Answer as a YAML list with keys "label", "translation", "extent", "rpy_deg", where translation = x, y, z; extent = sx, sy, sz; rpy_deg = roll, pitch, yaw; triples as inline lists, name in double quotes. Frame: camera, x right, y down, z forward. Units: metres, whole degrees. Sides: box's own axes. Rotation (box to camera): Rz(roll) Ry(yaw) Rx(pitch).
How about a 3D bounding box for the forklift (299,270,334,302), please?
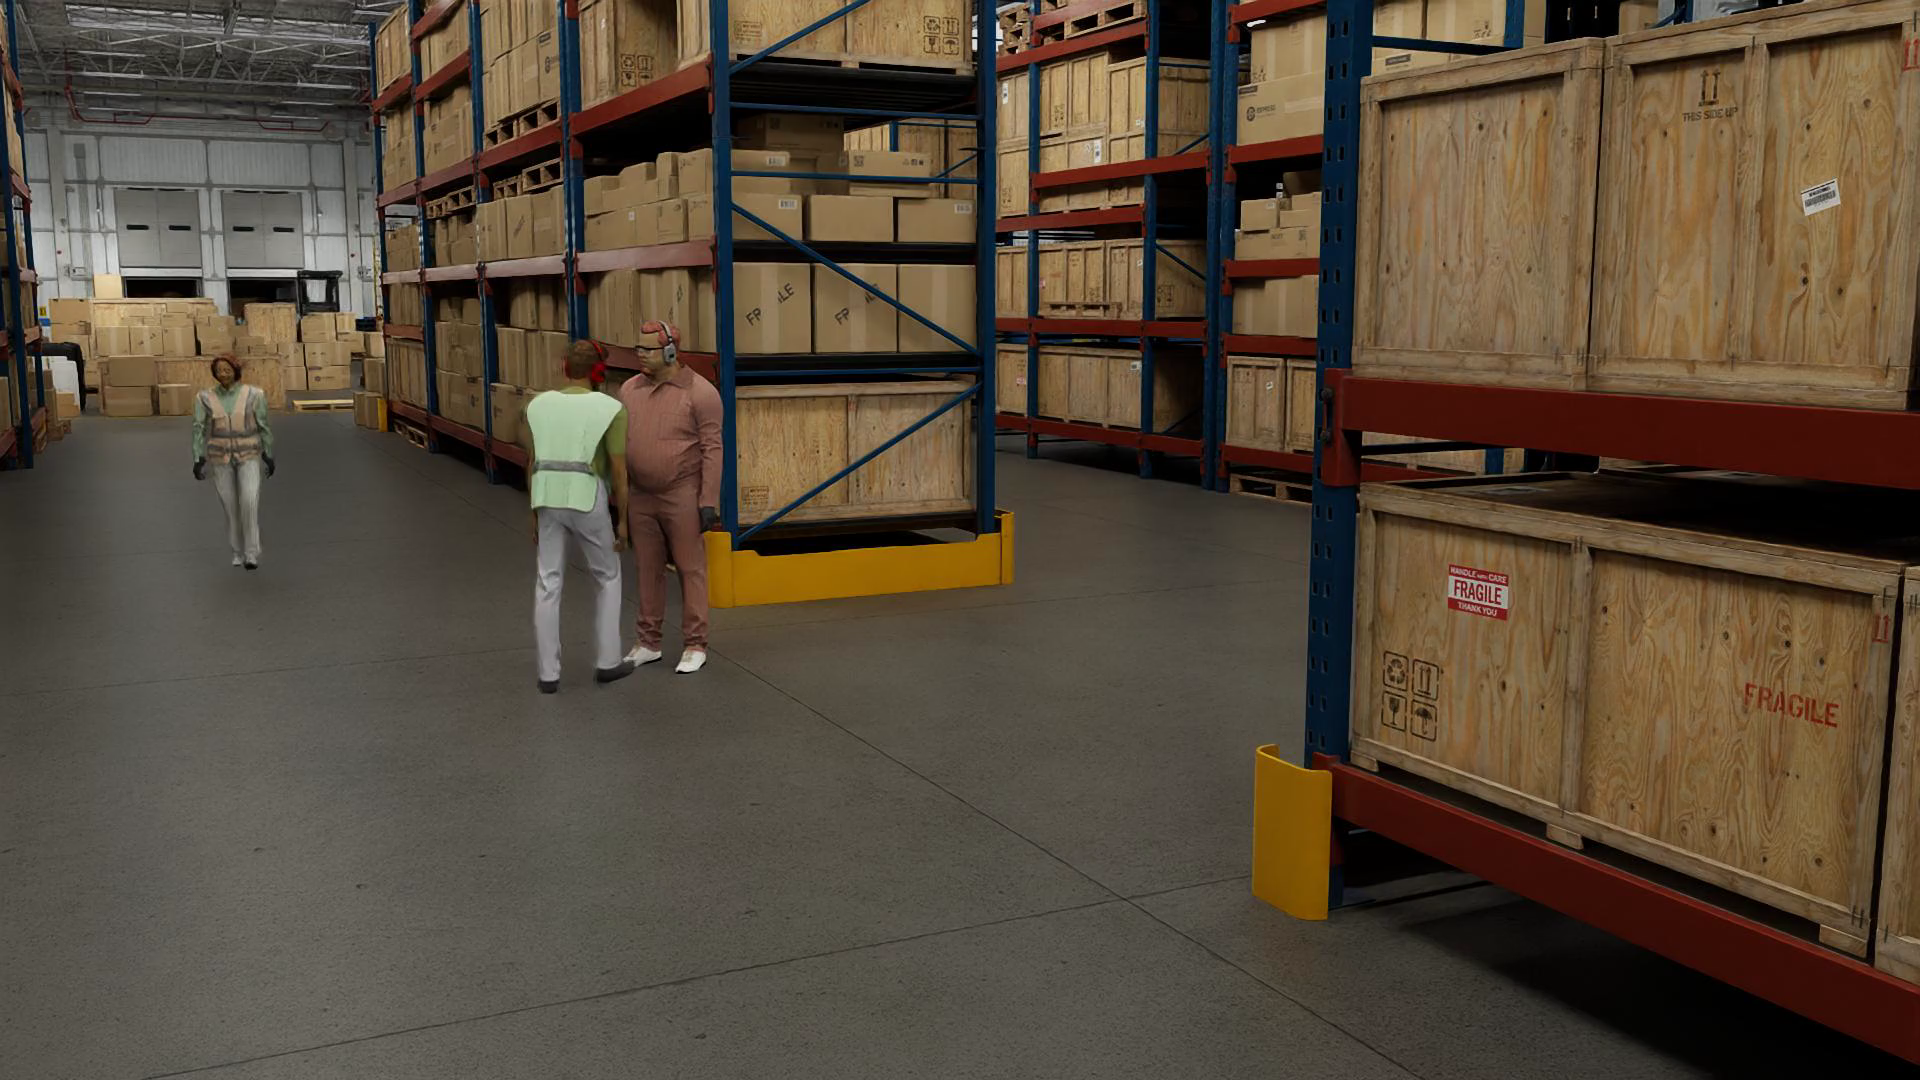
- label: "forklift"
  translation: [-18.345, -6.292, 47.477]
  extent: [1.129, 2.768, 1.873]
  rpy_deg: [-5, 10, -32]

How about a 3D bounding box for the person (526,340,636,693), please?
- label: "person"
  translation: [-1.977, -0.124, 8.650]
  extent: [0.562, 1.804, 0.609]
  rpy_deg: [2, 8, 11]

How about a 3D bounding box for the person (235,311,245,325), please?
- label: "person"
  translation: [-25.209, -7.256, 58.536]
  extent: [0.594, 1.598, 0.652]
  rpy_deg: [-1, 8, -4]

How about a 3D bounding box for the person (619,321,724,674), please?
- label: "person"
  translation: [-1.599, -0.227, 9.011]
  extent: [0.643, 1.905, 0.399]
  rpy_deg: [4, 9, 23]

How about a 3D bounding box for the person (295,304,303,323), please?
- label: "person"
  translation: [-18.106, -5.469, 45.114]
  extent: [0.645, 1.918, 0.596]
  rpy_deg: [-8, 11, -43]

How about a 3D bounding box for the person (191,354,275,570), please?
- label: "person"
  translation: [-5.400, -0.565, 12.326]
  extent: [0.548, 1.599, 0.803]
  rpy_deg: [-2, 9, -15]

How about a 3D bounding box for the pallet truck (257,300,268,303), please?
- label: "pallet truck"
  translation: [-23.913, -7.404, 58.171]
  extent: [1.885, 1.965, 0.823]
  rpy_deg: [-1, 8, -9]
